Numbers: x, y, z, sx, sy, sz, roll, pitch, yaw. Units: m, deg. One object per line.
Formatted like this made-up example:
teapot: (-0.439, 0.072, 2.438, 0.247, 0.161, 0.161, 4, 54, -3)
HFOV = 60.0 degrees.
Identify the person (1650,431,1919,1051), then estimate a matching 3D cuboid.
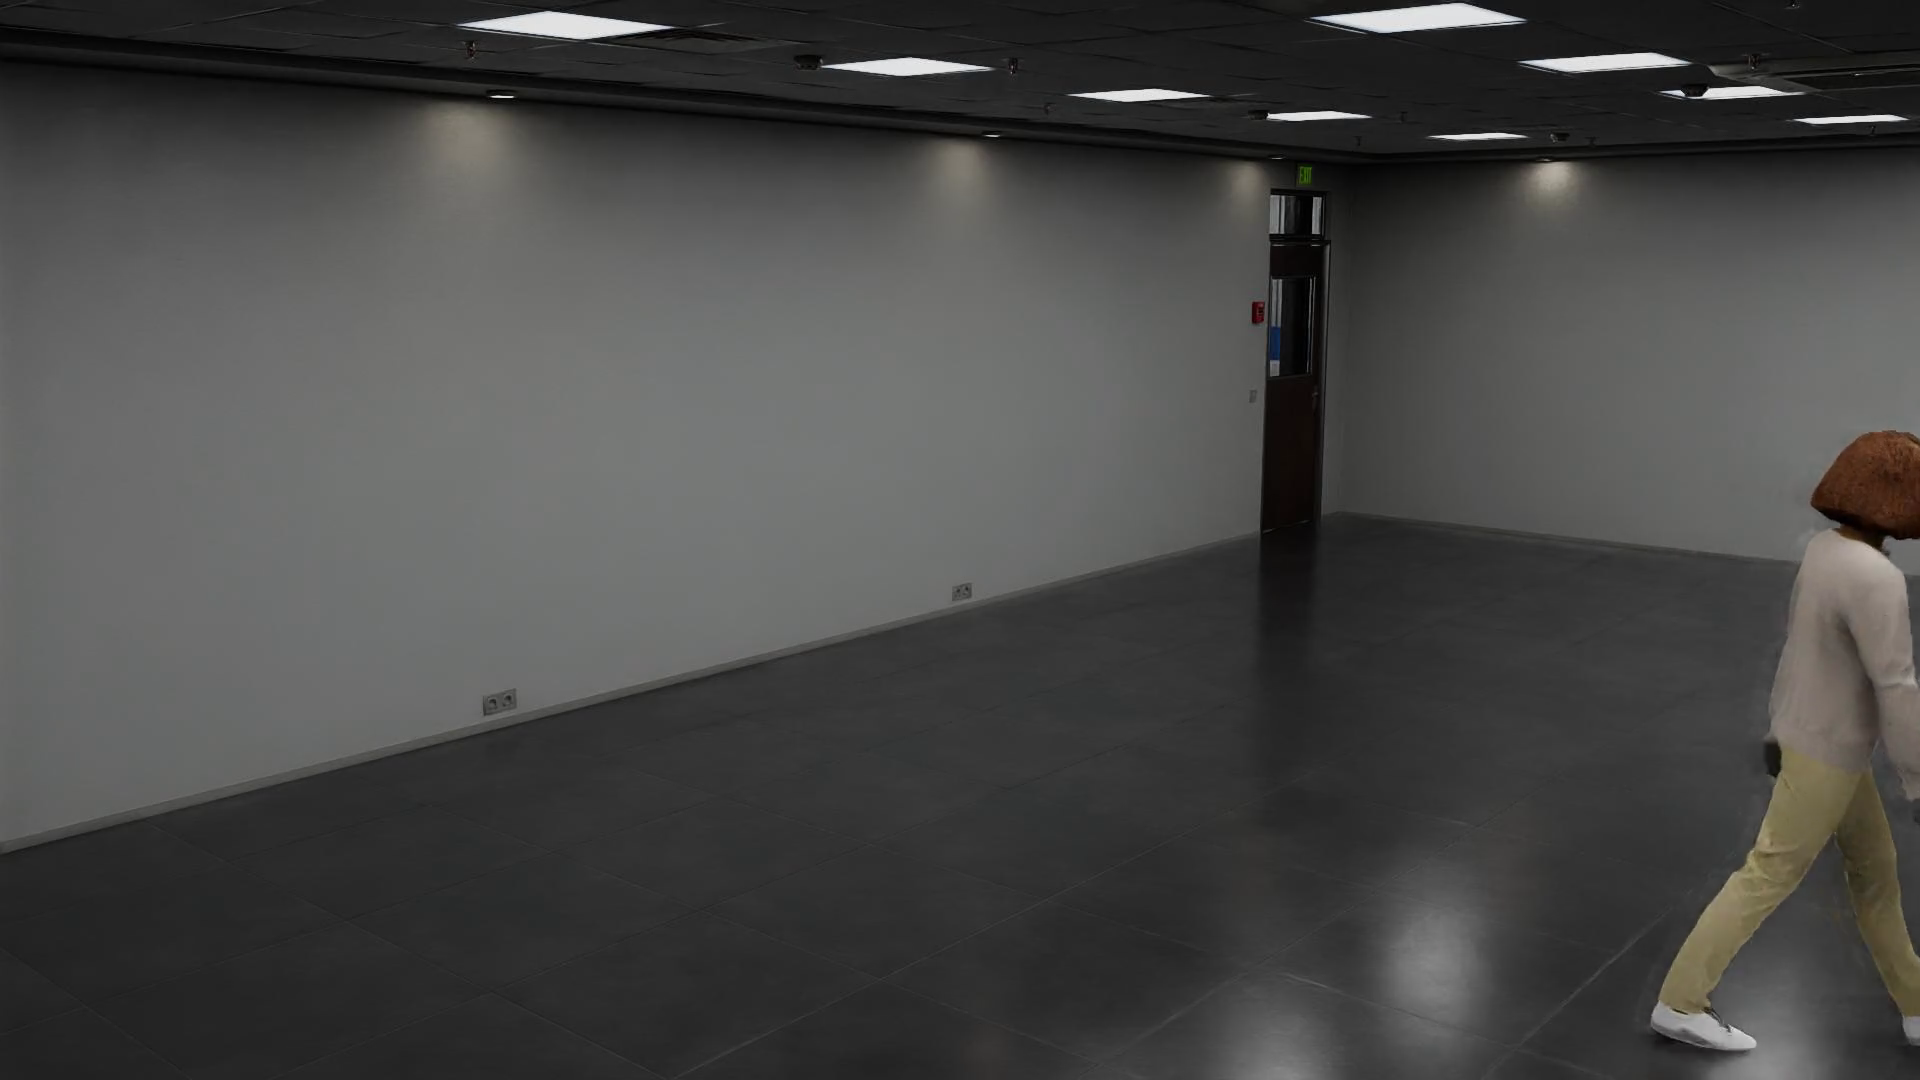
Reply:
person: (2.172, 0.521, 4.075, 0.875, 1.582, 0.515, 3, 10, 15)
